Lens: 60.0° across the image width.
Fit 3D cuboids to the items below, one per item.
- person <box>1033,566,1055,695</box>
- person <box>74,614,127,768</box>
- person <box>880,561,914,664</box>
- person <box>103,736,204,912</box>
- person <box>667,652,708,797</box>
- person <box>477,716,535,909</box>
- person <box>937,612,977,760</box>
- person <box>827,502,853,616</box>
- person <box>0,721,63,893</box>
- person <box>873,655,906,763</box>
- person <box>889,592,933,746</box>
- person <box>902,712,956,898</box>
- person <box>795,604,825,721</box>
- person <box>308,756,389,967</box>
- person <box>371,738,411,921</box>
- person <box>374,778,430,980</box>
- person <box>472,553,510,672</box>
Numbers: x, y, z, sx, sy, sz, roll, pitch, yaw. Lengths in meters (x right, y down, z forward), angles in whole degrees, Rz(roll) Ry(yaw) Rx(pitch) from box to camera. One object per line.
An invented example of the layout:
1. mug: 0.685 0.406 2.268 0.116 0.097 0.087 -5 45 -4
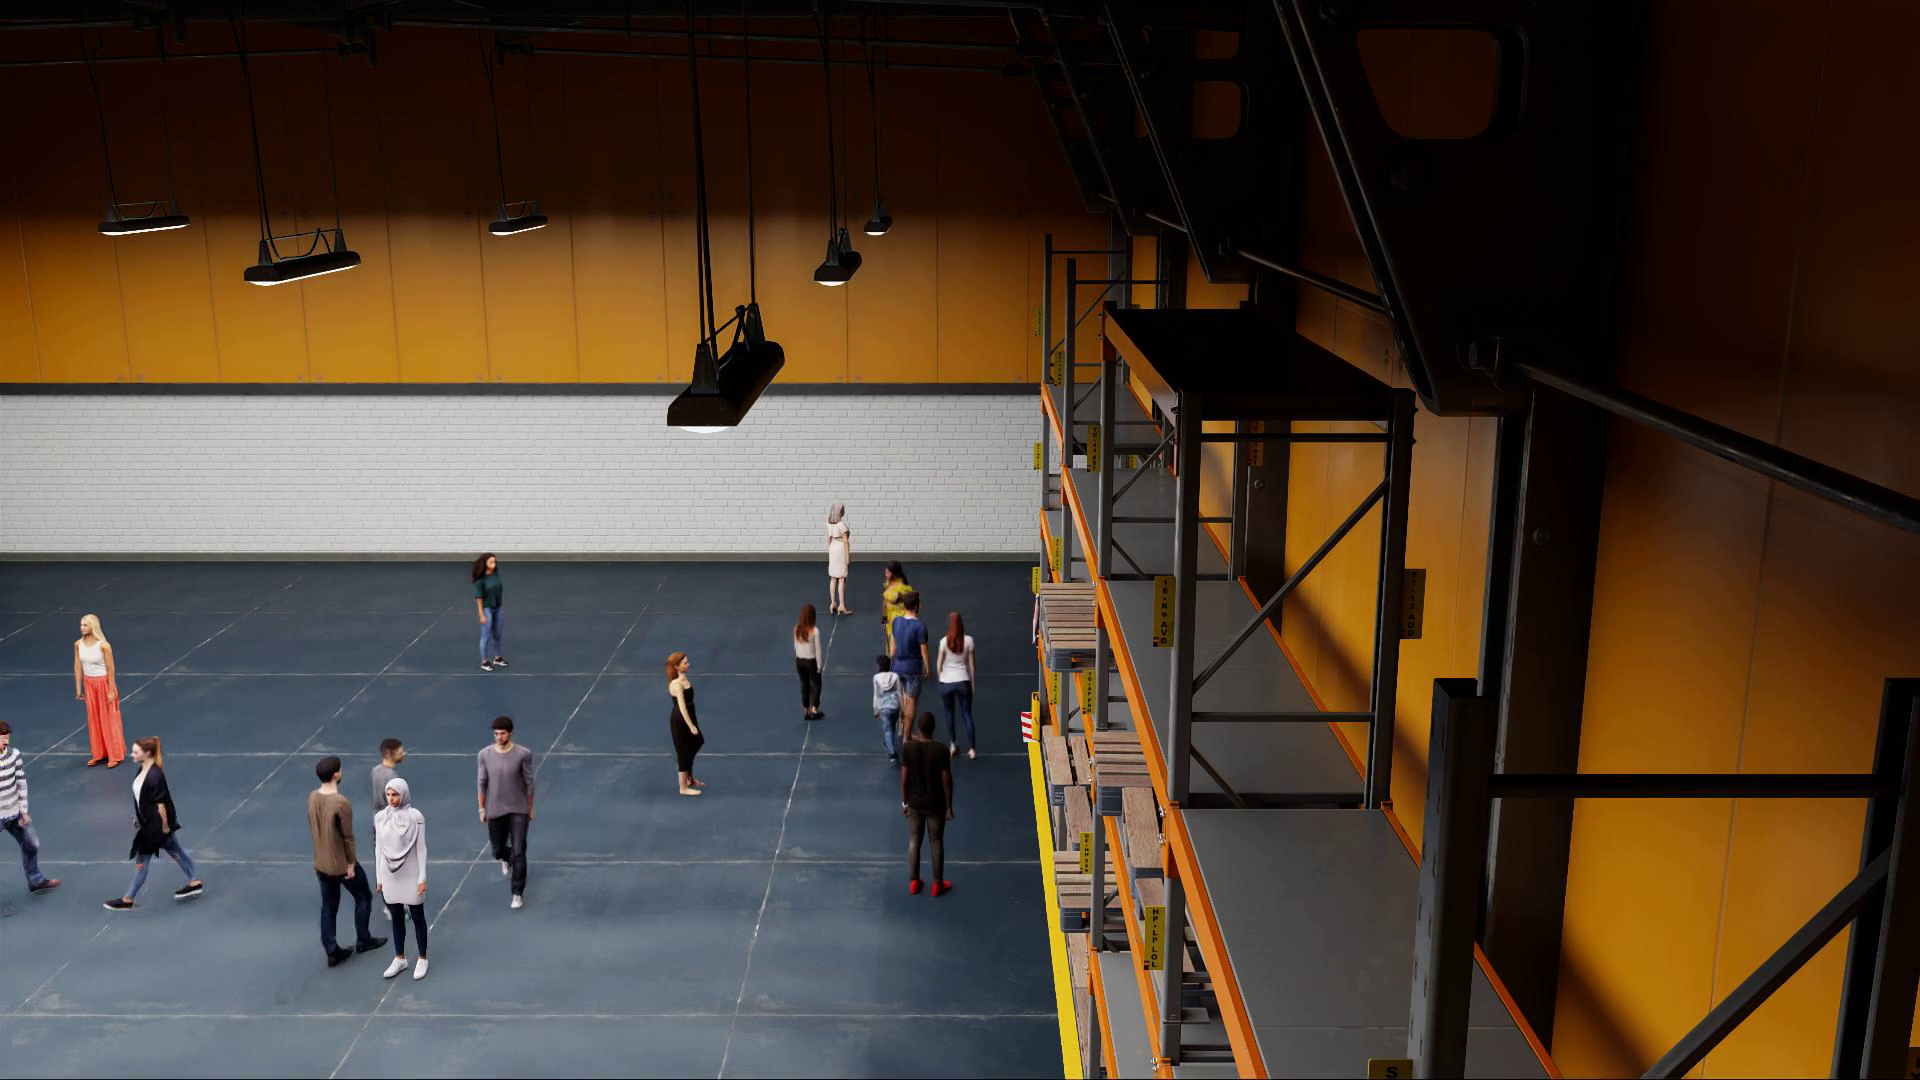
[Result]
1. person: 1.164 1.177 21.422 0.672 1.742 0.698 9 17 34
2. person: -9.861 1.718 19.061 0.676 1.802 0.641 3 14 11
3. person: -0.737 1.059 22.123 1.040 1.642 0.926 -11 17 -38
4. person: -7.436 2.641 15.601 1.100 1.636 1.113 -10 17 -36
5. person: -3.075 2.014 18.228 0.651 1.619 0.541 0 14 1
6. person: -4.250 2.516 15.708 0.730 1.829 0.964 -1 14 -5
7. person: -0.068 1.714 19.277 0.652 1.708 0.745 0 14 1
8. person: -1.836 0.272 25.170 0.683 1.736 0.741 13 19 43
9. person: -9.009 2.573 15.481 0.974 1.825 1.127 -11 17 -37
10. person: -0.825 1.972 19.233 0.666 1.226 0.942 -3 14 -12
11. person: -0.663 1.547 19.710 0.762 1.828 0.787 8 16 29
12. person: -0.322 2.501 15.822 0.700 1.804 0.614 4 14 14
13. person: -1.909 1.527 20.536 0.645 1.479 0.651 6 15 23
14. person: -5.462 2.810 14.400 0.818 1.874 0.895 7 15 26
15. person: -5.237 2.677 15.205 0.745 1.753 0.800 8 16 29
16. person: -4.779 2.889 14.279 0.628 1.776 0.550 1 14 6
17. person: -6.395 0.954 22.610 0.766 1.616 0.684 8 16 30
